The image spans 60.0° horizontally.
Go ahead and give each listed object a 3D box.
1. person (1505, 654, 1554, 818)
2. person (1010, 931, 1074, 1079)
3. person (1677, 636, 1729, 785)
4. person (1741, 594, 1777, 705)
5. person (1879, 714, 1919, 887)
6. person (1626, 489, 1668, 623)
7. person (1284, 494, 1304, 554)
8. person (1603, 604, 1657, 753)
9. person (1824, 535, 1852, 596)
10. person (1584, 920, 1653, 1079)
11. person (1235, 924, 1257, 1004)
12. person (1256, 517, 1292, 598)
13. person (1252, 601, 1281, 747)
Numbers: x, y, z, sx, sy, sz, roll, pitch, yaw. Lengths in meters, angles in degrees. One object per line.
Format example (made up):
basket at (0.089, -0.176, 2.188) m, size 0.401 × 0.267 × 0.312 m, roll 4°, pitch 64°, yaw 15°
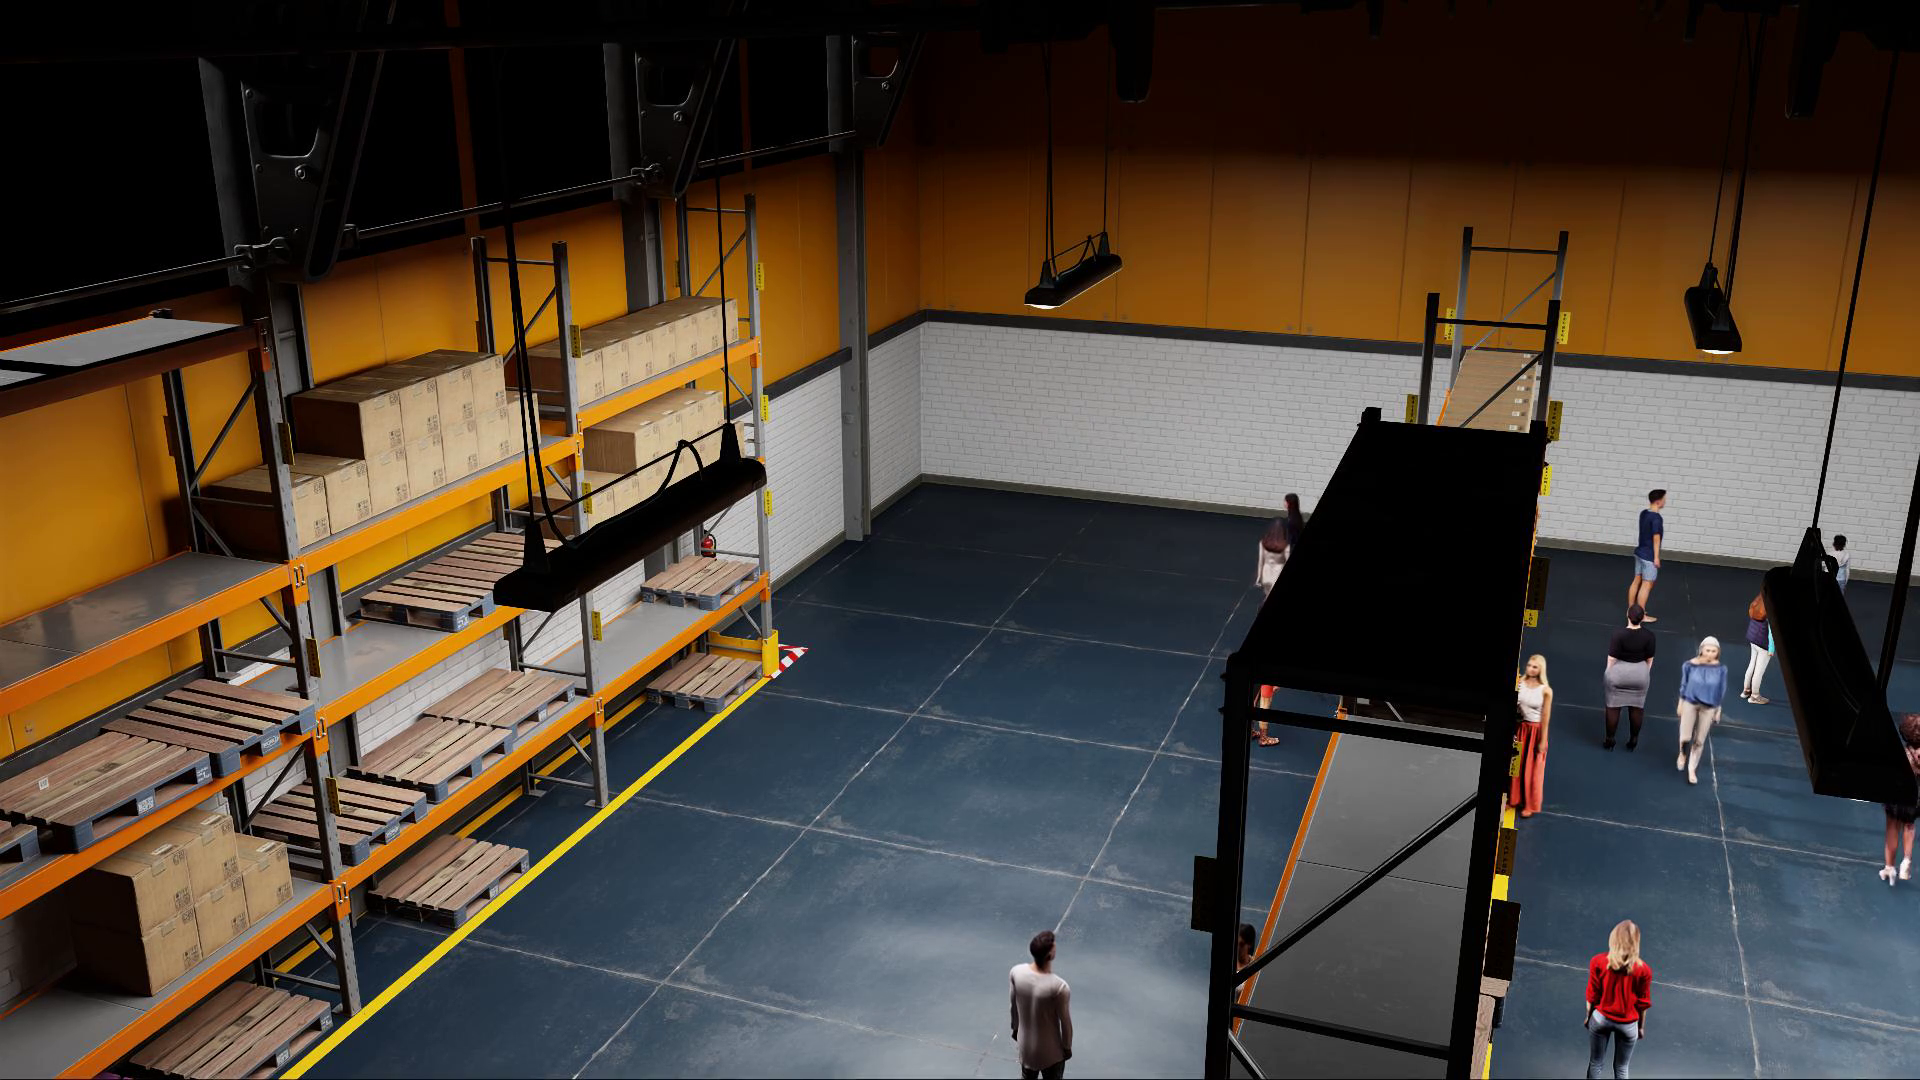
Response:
person at (5.956, 2.024, 17.379) m, size 0.740 × 1.800 × 0.717 m, roll -16°, pitch 24°, yaw -39°
person at (0.600, 3.704, 12.327) m, size 0.719 × 1.840 × 0.632 m, roll 12°, pitch 22°, yaw 32°
person at (8.062, 1.812, 18.188) m, size 0.632 × 1.686 × 0.663 m, roll 5°, pitch 19°, yaw 16°
person at (9.731, 1.240, 20.176) m, size 0.726 × 1.500 × 0.632 m, roll -1°, pitch 19°, yaw -2°
person at (9.074, 2.531, 15.903) m, size 0.631 × 1.780 × 0.680 m, roll 3°, pitch 19°, yaw 9°
person at (9.398, 0.195, 22.740) m, size 0.757 × 1.844 × 0.624 m, roll -2°, pitch 19°, yaw -5°
person at (4.600, 0.233, 22.766) m, size 0.701 × 1.756 × 0.618 m, roll 12°, pitch 22°, yaw 32°
person at (7.562, 1.561, 18.817) m, size 0.721 × 1.760 × 0.695 m, roll 2°, pitch 19°, yaw 6°
person at (11.902, 0.541, 22.628) m, size 0.499 × 1.260 × 0.514 m, roll 4°, pitch 19°, yaw 13°
person at (4.978, 3.665, 12.654) m, size 0.617 × 1.705 × 0.504 m, roll 8°, pitch 20°, yaw 21°
person at (2.121, 3.669, 12.736) m, size 0.574 × 1.646 × 0.527 m, roll 8°, pitch 20°, yaw 23°
person at (4.097, 0.584, 21.813) m, size 0.786 × 1.699 × 1.111 m, roll 12°, pitch 22°, yaw 32°
person at (3.468, 1.515, 19.019) m, size 0.700 × 1.719 × 0.665 m, roll -11°, pitch 22°, yaw -30°
